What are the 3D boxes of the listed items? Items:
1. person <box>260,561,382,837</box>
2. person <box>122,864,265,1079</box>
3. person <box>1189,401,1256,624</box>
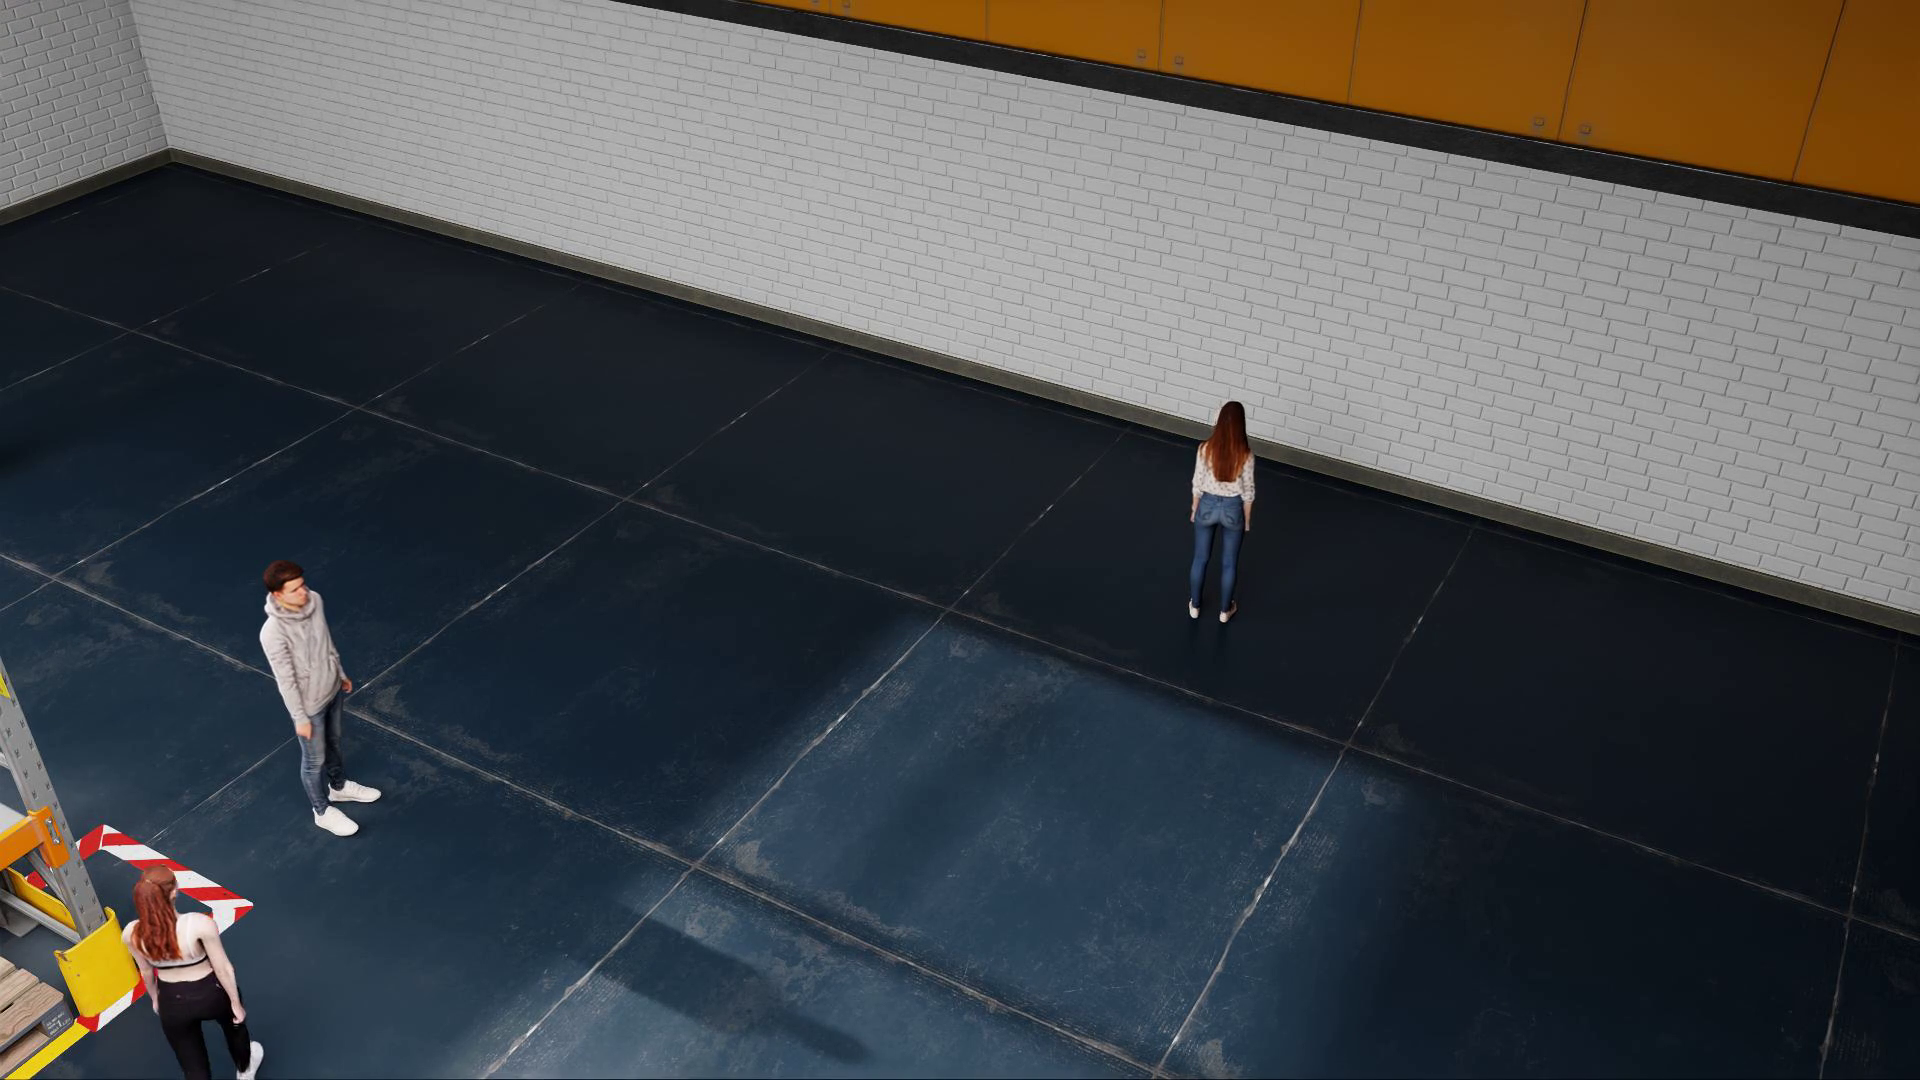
[{"bbox_3d":[-3.817,0.896,9.790,0.798,1.853,0.631,6,34,9],"label":"person"},{"bbox_3d":[-3.630,2.275,7.851,1.066,1.703,1.210,-5,34,-7],"label":"person"},{"bbox_3d":[1.807,-0.193,11.540,0.630,1.730,0.586,10,35,14],"label":"person"}]
